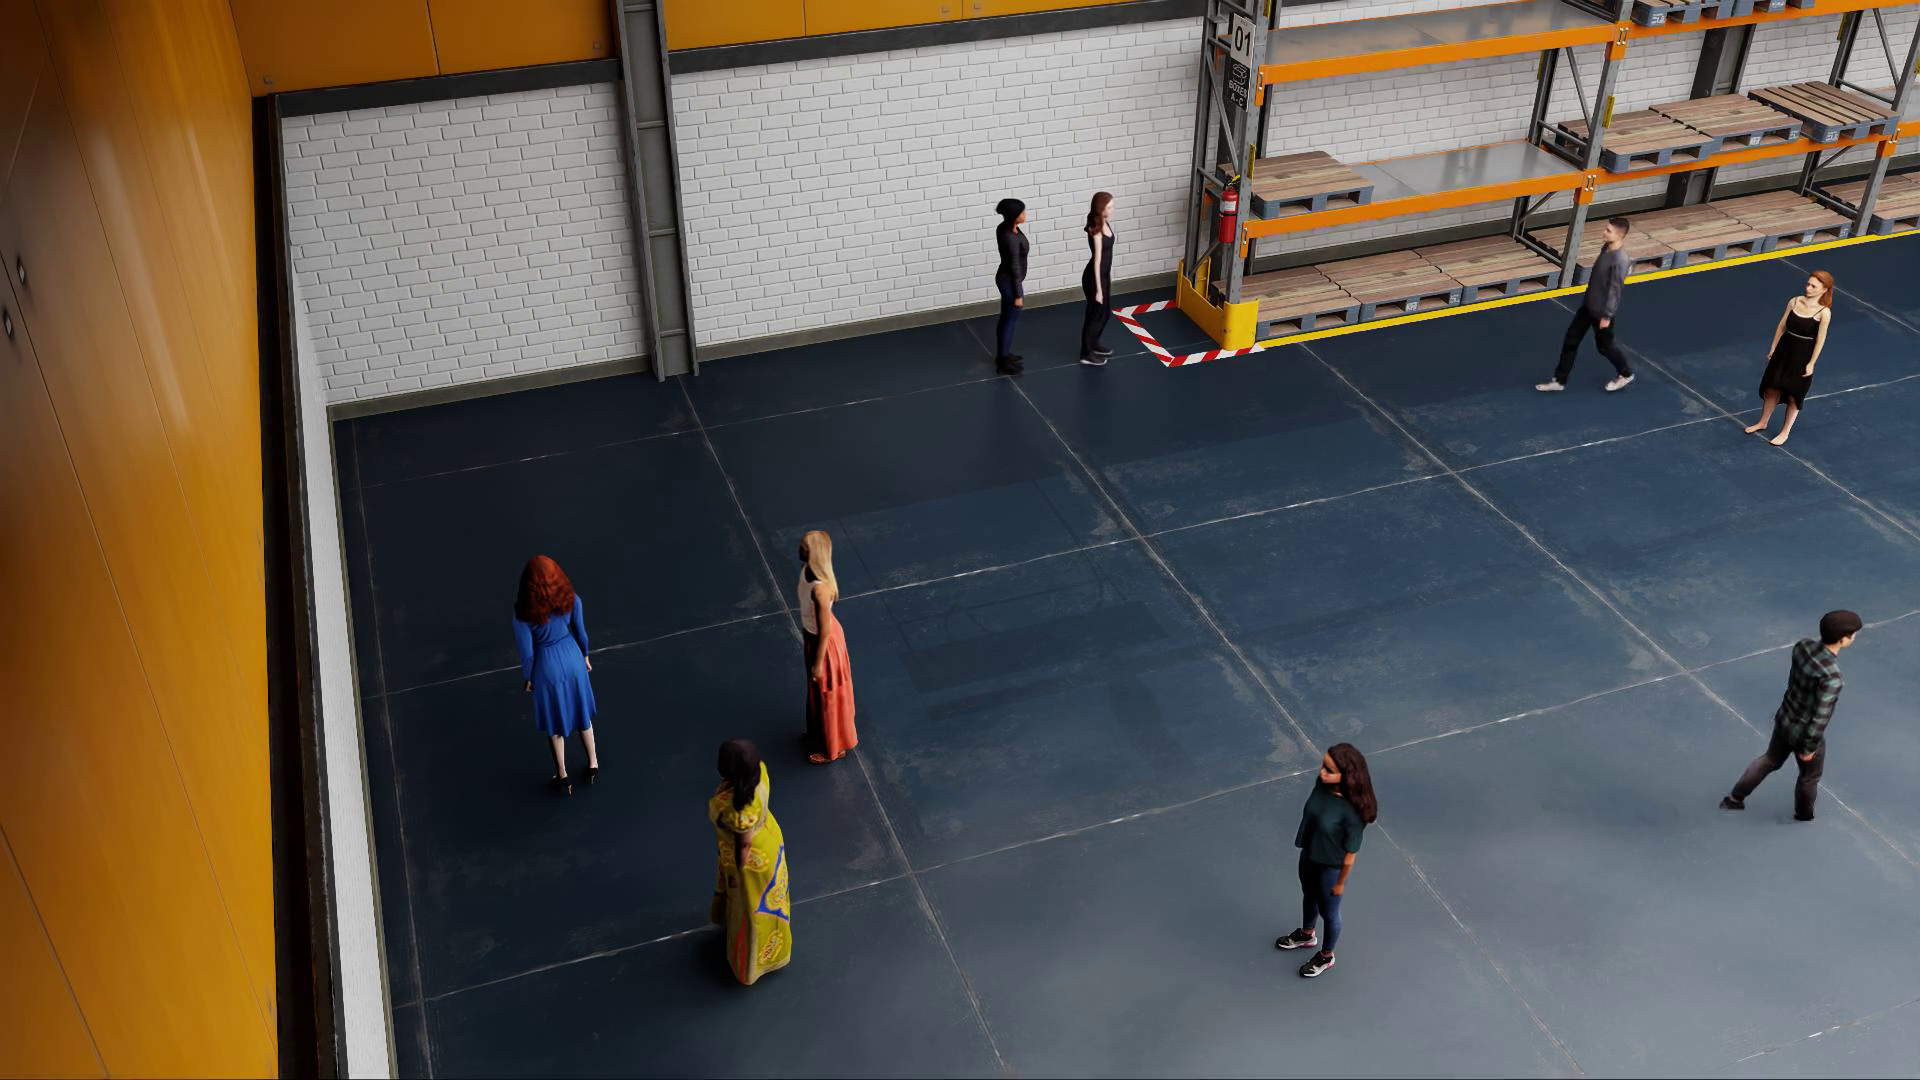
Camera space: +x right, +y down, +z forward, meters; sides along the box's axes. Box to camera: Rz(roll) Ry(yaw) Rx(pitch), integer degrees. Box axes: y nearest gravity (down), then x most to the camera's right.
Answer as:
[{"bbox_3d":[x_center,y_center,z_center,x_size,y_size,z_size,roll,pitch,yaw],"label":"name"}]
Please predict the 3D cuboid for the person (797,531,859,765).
[{"bbox_3d":[-0.905,0.694,10.981,0.616,1.802,0.655,-7,34,-10],"label":"person"}]

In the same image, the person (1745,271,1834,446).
[{"bbox_3d":[7.344,-1.612,14.609,0.630,1.624,0.625,-21,39,-28],"label":"person"}]

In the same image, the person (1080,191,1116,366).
[{"bbox_3d":[1.294,-2.498,15.838,0.700,1.740,0.670,9,35,14],"label":"person"}]

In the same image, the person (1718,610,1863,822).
[{"bbox_3d":[5.297,1.160,10.581,1.035,1.701,0.855,-2,34,-3],"label":"person"}]

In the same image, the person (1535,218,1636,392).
[{"bbox_3d":[5.960,-2.116,15.272,1.199,1.730,0.800,-4,34,-6],"label":"person"}]

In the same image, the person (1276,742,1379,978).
[{"bbox_3d":[2.097,1.804,9.477,0.591,1.617,0.598,-13,36,-19],"label":"person"}]

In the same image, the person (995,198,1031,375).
[{"bbox_3d":[0.459,-2.394,15.675,0.598,1.748,0.661,-5,34,-7],"label":"person"}]

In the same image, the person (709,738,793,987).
[{"bbox_3d":[-1.201,1.773,9.486,0.955,1.660,0.976,2,34,3],"label":"person"}]

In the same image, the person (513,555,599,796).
[{"bbox_3d":[-2.580,0.877,10.682,0.565,1.829,0.712,-19,38,-26],"label":"person"}]
